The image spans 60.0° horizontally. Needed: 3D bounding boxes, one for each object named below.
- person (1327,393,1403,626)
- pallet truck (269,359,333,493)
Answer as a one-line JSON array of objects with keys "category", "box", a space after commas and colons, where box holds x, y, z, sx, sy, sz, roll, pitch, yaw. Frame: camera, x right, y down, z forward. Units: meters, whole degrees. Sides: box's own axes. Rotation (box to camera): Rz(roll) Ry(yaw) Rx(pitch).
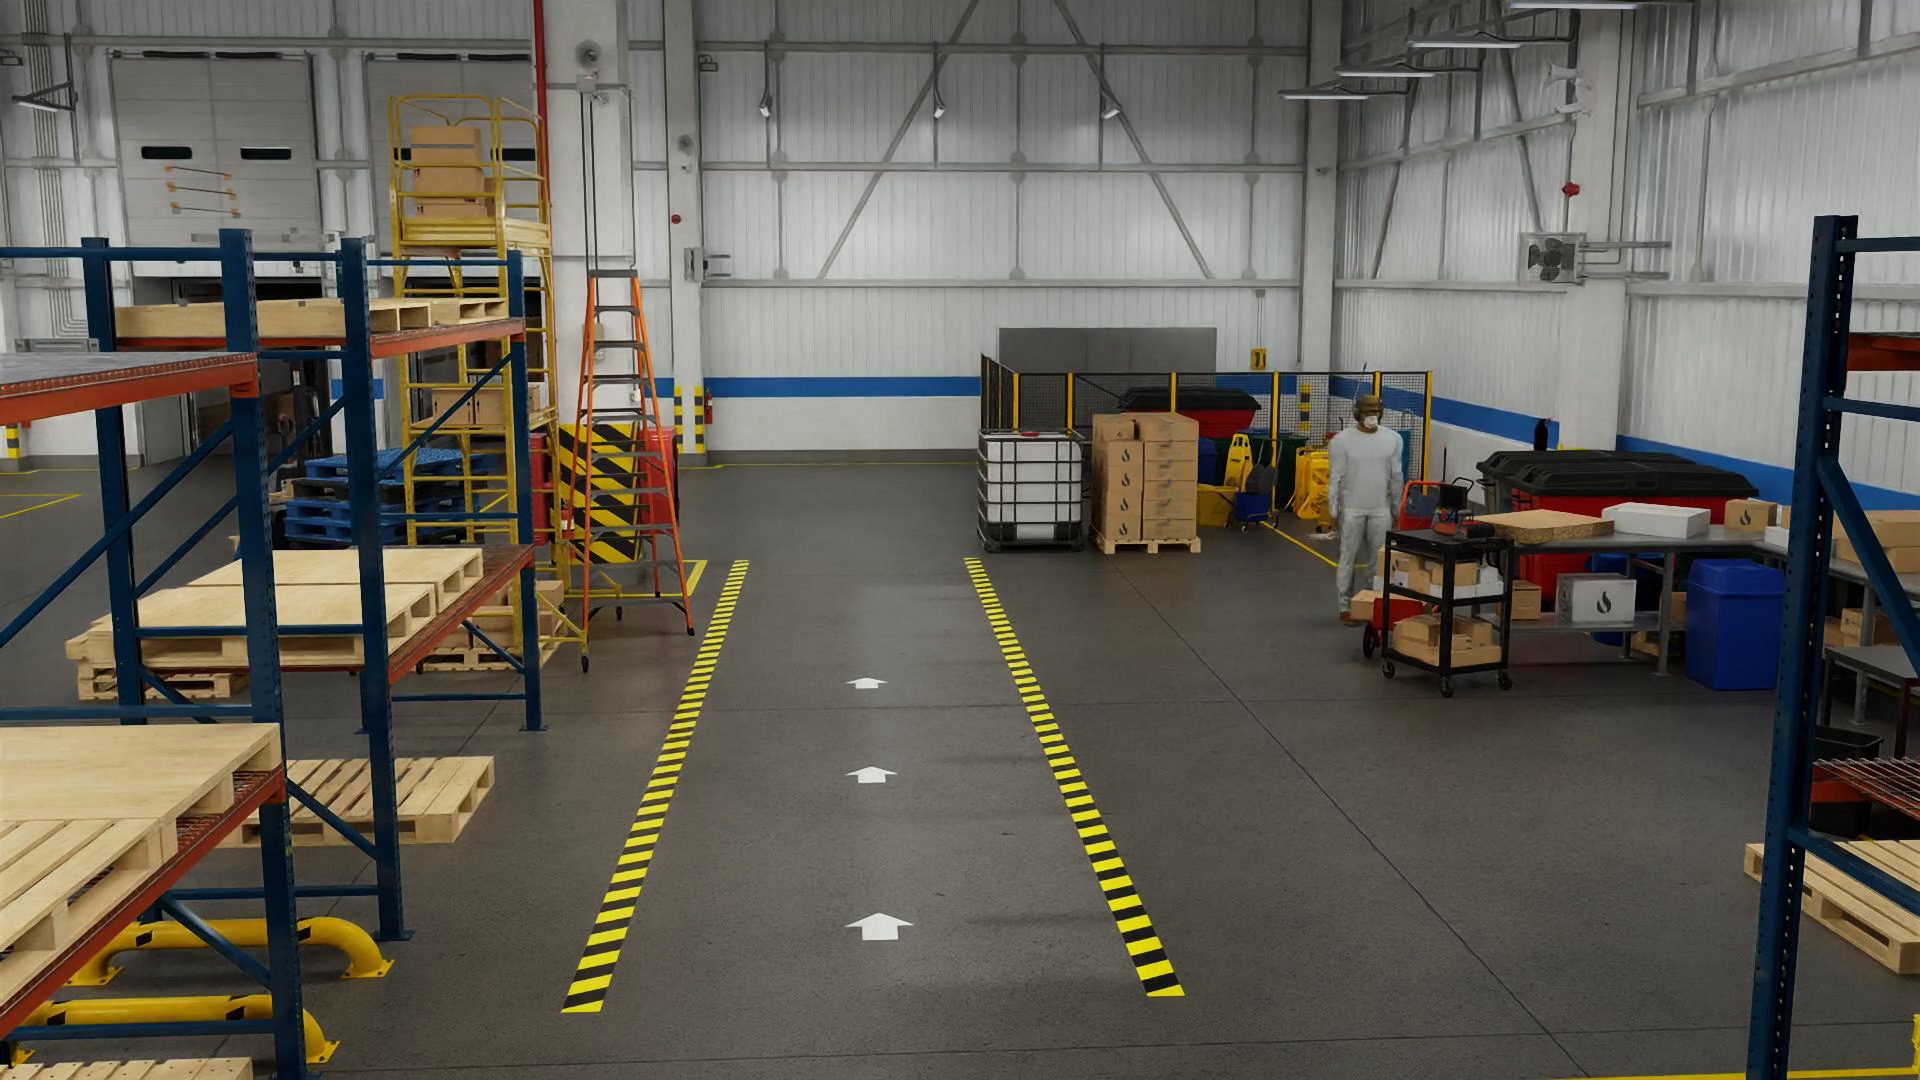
[{"category": "person", "box": [3.321, -0.246, 13.667, 0.630, 1.934, 0.362, -1, 9, -6]}, {"category": "pallet truck", "box": [-7.062, -1.131, 18.996, 1.885, 1.965, 0.823, 2, 9, 13]}]
